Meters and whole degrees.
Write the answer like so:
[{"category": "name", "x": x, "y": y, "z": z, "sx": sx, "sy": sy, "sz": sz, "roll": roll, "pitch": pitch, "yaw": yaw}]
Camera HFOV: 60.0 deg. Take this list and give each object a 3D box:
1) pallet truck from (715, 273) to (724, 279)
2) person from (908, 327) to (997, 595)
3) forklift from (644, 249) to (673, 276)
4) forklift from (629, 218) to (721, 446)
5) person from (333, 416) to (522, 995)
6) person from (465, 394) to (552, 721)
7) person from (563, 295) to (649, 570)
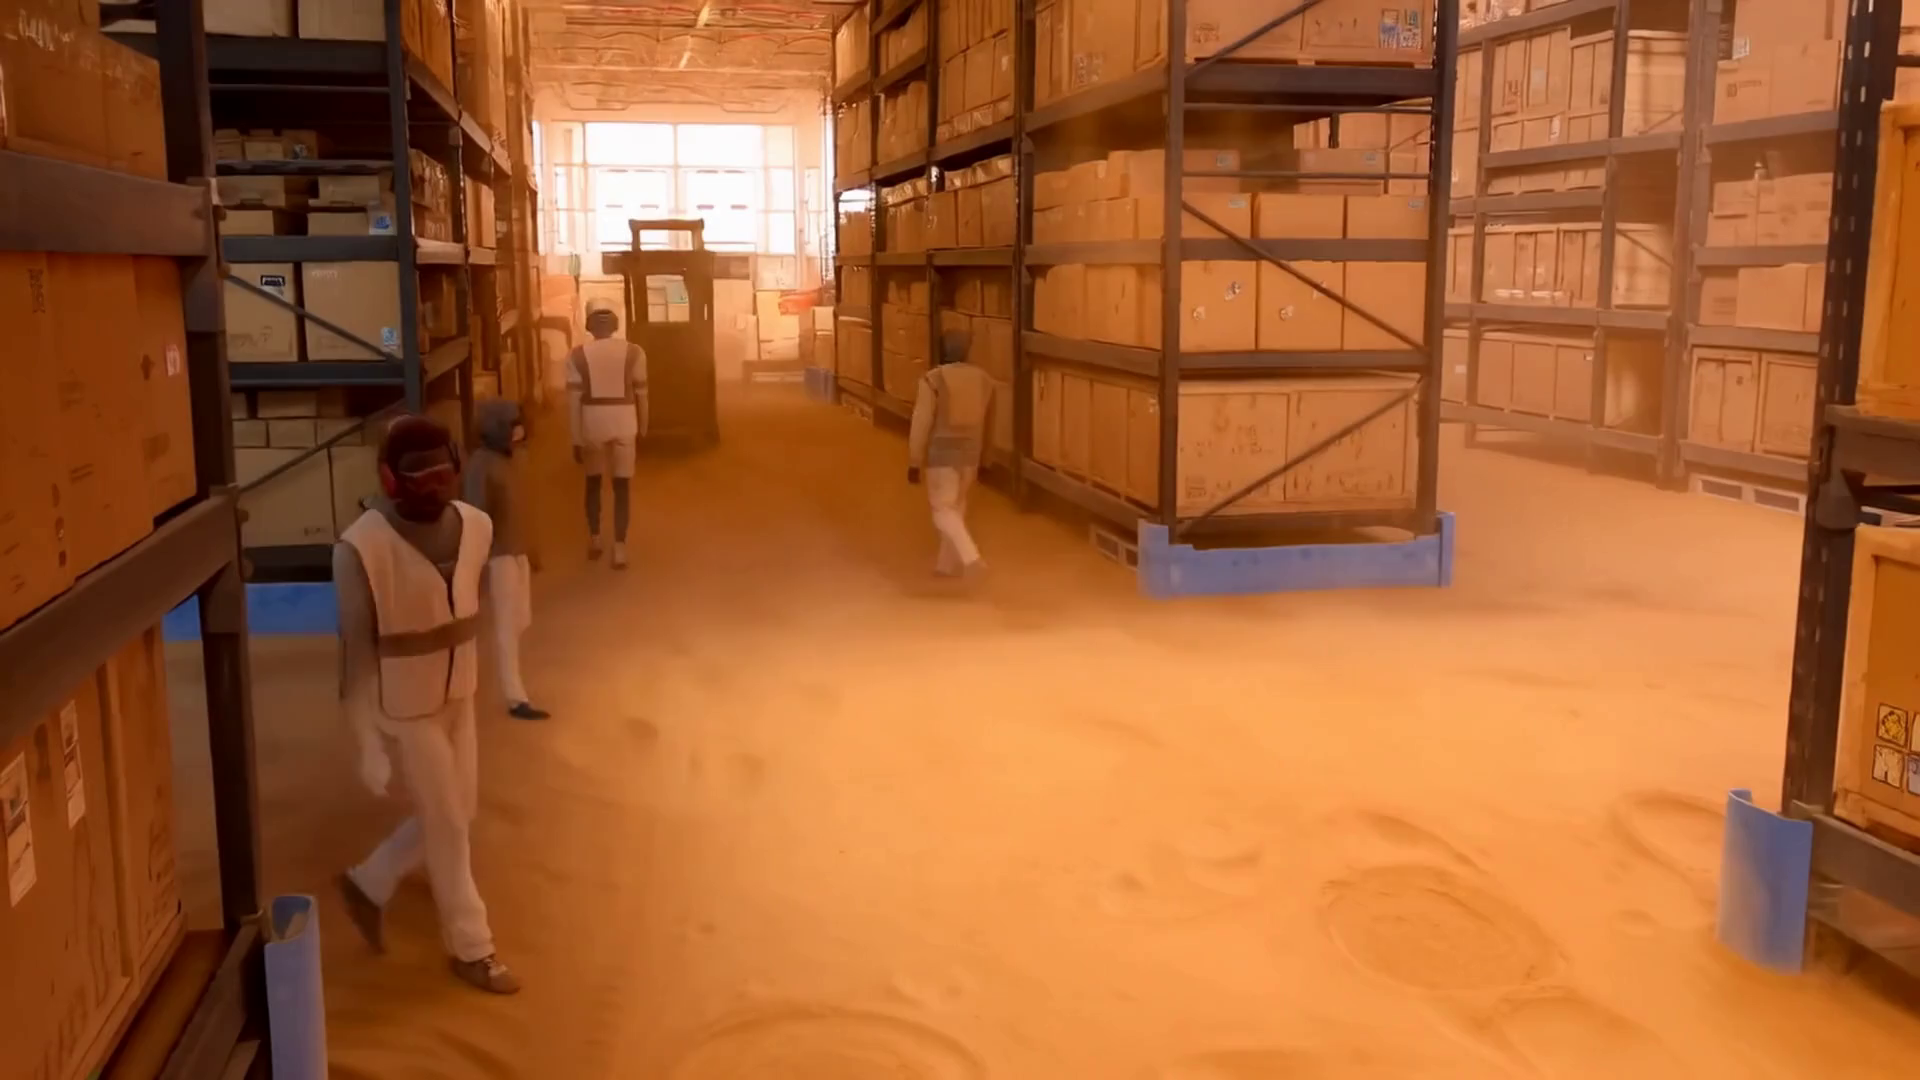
[{"category": "pallet truck", "x": -8.580, "y": -8.986, "z": 62.280, "sx": 1.885, "sy": 1.965, "sz": 0.823, "roll": 1, "pitch": 9, "yaw": 5}, {"category": "person", "x": -0.014, "y": -0.540, "z": 11.352, "sx": 0.621, "sy": 1.818, "sz": 0.822, "roll": -7, "pitch": 12, "yaw": -36}, {"category": "forklift", "x": -10.091, "y": -8.375, "z": 55.870, "sx": 1.129, "sy": 2.768, "sz": 1.873, "roll": -7, "pitch": 12, "yaw": -38}, {"category": "forklift", "x": -3.695, "y": -2.676, "z": 21.135, "sx": 1.129, "sy": 2.768, "sz": 1.873, "roll": -2, "pitch": 10, "yaw": -12}, {"category": "person", "x": -1.705, "y": 0.502, "z": 5.076, "sx": 0.716, "sy": 1.796, "sz": 0.660, "roll": 5, "pitch": 11, "yaw": 29}, {"category": "person", "x": -2.317, "y": 0.082, "z": 8.200, "sx": 0.607, "sy": 1.618, "sz": 0.505, "roll": 2, "pitch": 10, "yaw": 15}, {"category": "person", "x": -2.623, "y": -0.809, "z": 12.393, "sx": 0.620, "sy": 2.005, "sz": 0.850, "roll": -2, "pitch": 10, "yaw": -15}]
